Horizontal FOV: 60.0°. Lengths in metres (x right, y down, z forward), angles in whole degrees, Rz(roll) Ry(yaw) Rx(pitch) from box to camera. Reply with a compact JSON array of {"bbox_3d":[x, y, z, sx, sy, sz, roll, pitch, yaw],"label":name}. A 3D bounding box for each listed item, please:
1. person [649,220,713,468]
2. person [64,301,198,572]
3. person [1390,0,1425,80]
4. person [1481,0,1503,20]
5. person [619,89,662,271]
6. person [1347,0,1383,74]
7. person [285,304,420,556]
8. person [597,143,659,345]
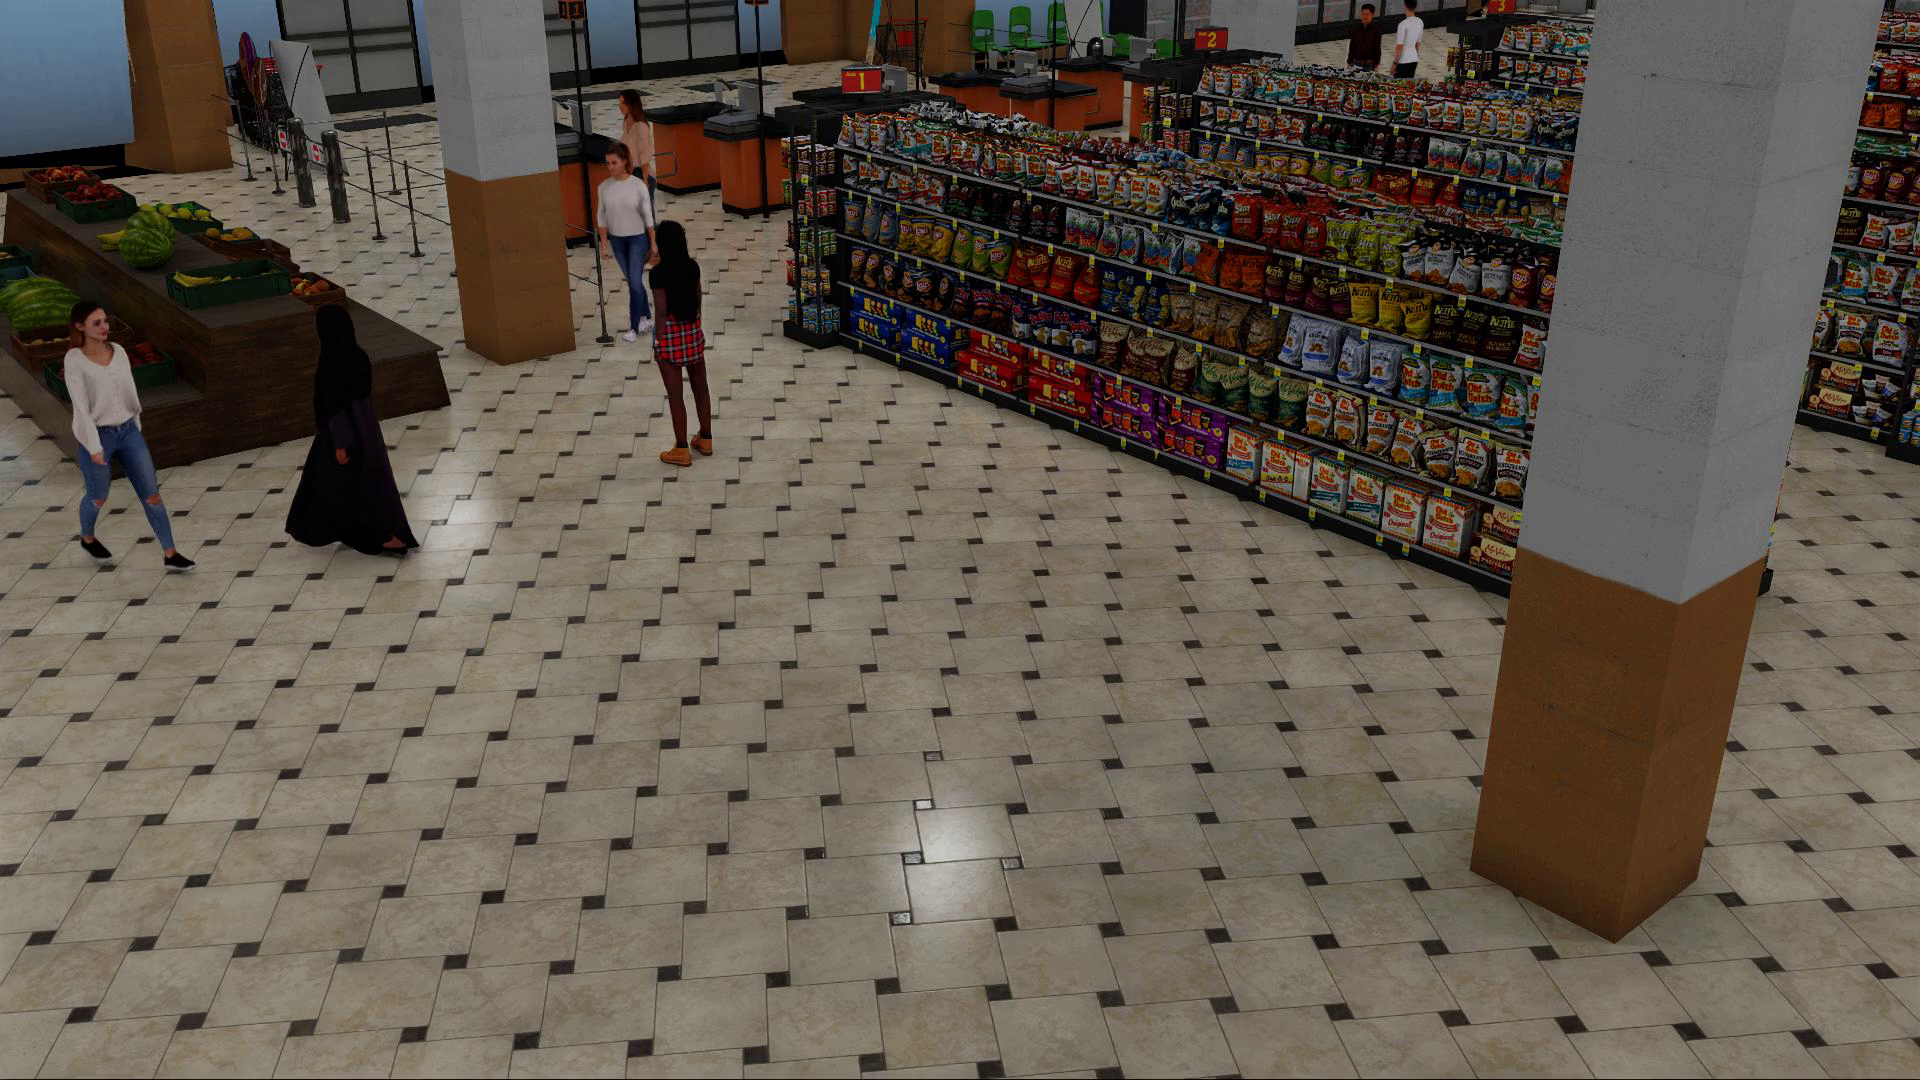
[{"bbox_3d":[-1.970,-1.388,11.686,0.667,1.727,0.667,17,29,33],"label":"person"},{"bbox_3d":[-5.143,-0.583,9.936,1.153,1.655,0.858,13,27,27],"label":"person"},{"bbox_3d":[6.557,-7.021,24.404,0.677,1.852,0.577,-16,28,-32],"label":"person"},{"bbox_3d":[9.091,-8.587,28.303,0.626,1.595,0.986,-16,29,-33],"label":"person"},{"bbox_3d":[-3.202,-3.622,16.716,0.646,1.787,0.475,-17,29,-34],"label":"person"},{"bbox_3d":[5.866,-6.859,24.126,0.597,1.778,0.758,12,26,25],"label":"person"},{"bbox_3d":[-3.654,-0.644,10.137,1.173,1.607,0.999,7,25,15],"label":"person"},{"bbox_3d":[-2.848,-2.593,14.486,1.068,1.690,1.048,5,24,12],"label":"person"}]
